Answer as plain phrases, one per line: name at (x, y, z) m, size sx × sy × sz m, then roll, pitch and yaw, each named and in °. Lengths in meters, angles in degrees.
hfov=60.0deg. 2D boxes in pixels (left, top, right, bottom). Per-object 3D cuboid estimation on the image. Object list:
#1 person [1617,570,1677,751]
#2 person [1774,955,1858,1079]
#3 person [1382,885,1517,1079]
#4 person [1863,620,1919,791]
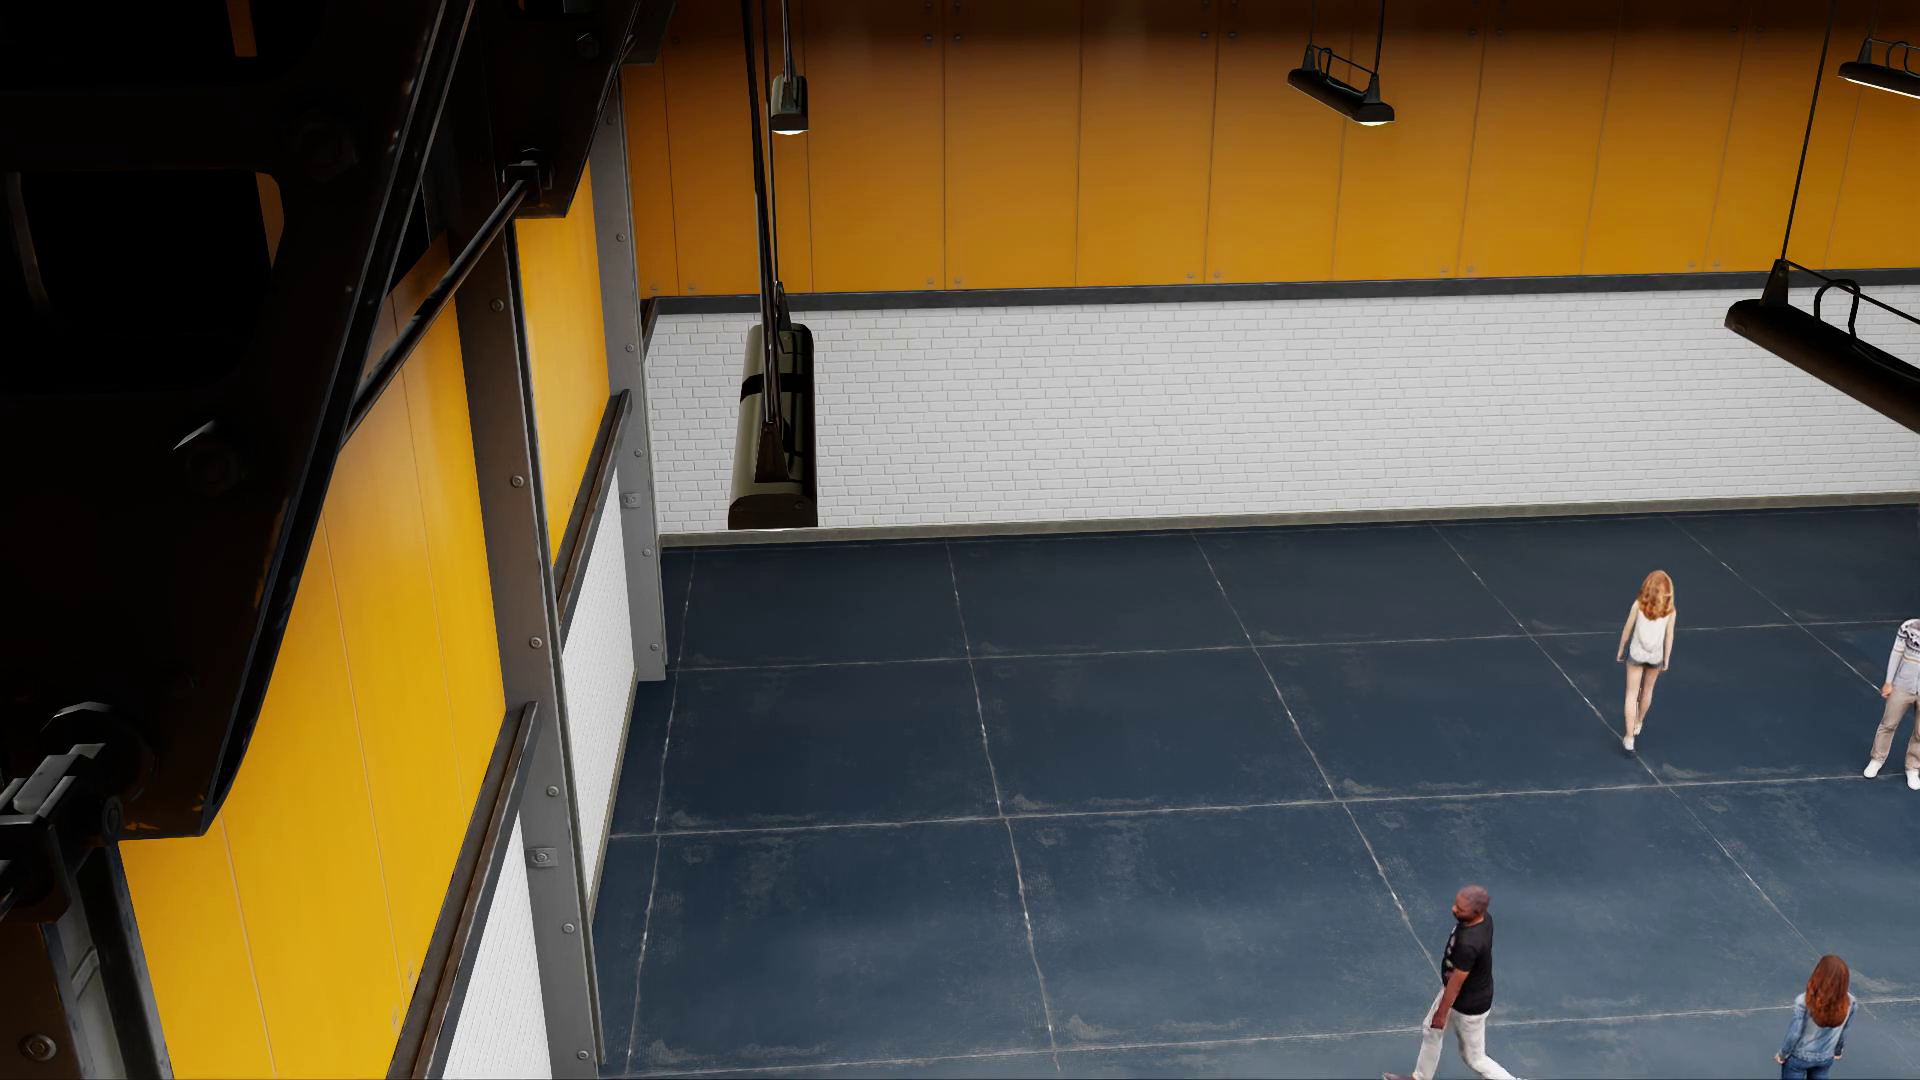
person at (6.294, 1.126, 15.299) m, size 0.805 × 1.742 × 0.985 m, roll 7°, pitch 25°, yaw 16°
person at (5.466, 3.290, 10.682) m, size 0.571 × 1.476 × 0.487 m, roll -2°, pitch 24°, yaw -4°
person at (3.395, 3.055, 10.863) m, size 1.076 × 1.762 × 1.259 m, roll 9°, pitch 25°, yaw 19°
person at (8.510, 1.297, 14.763) m, size 0.760 × 1.860 × 0.763 m, roll 12°, pitch 27°, yaw 26°
